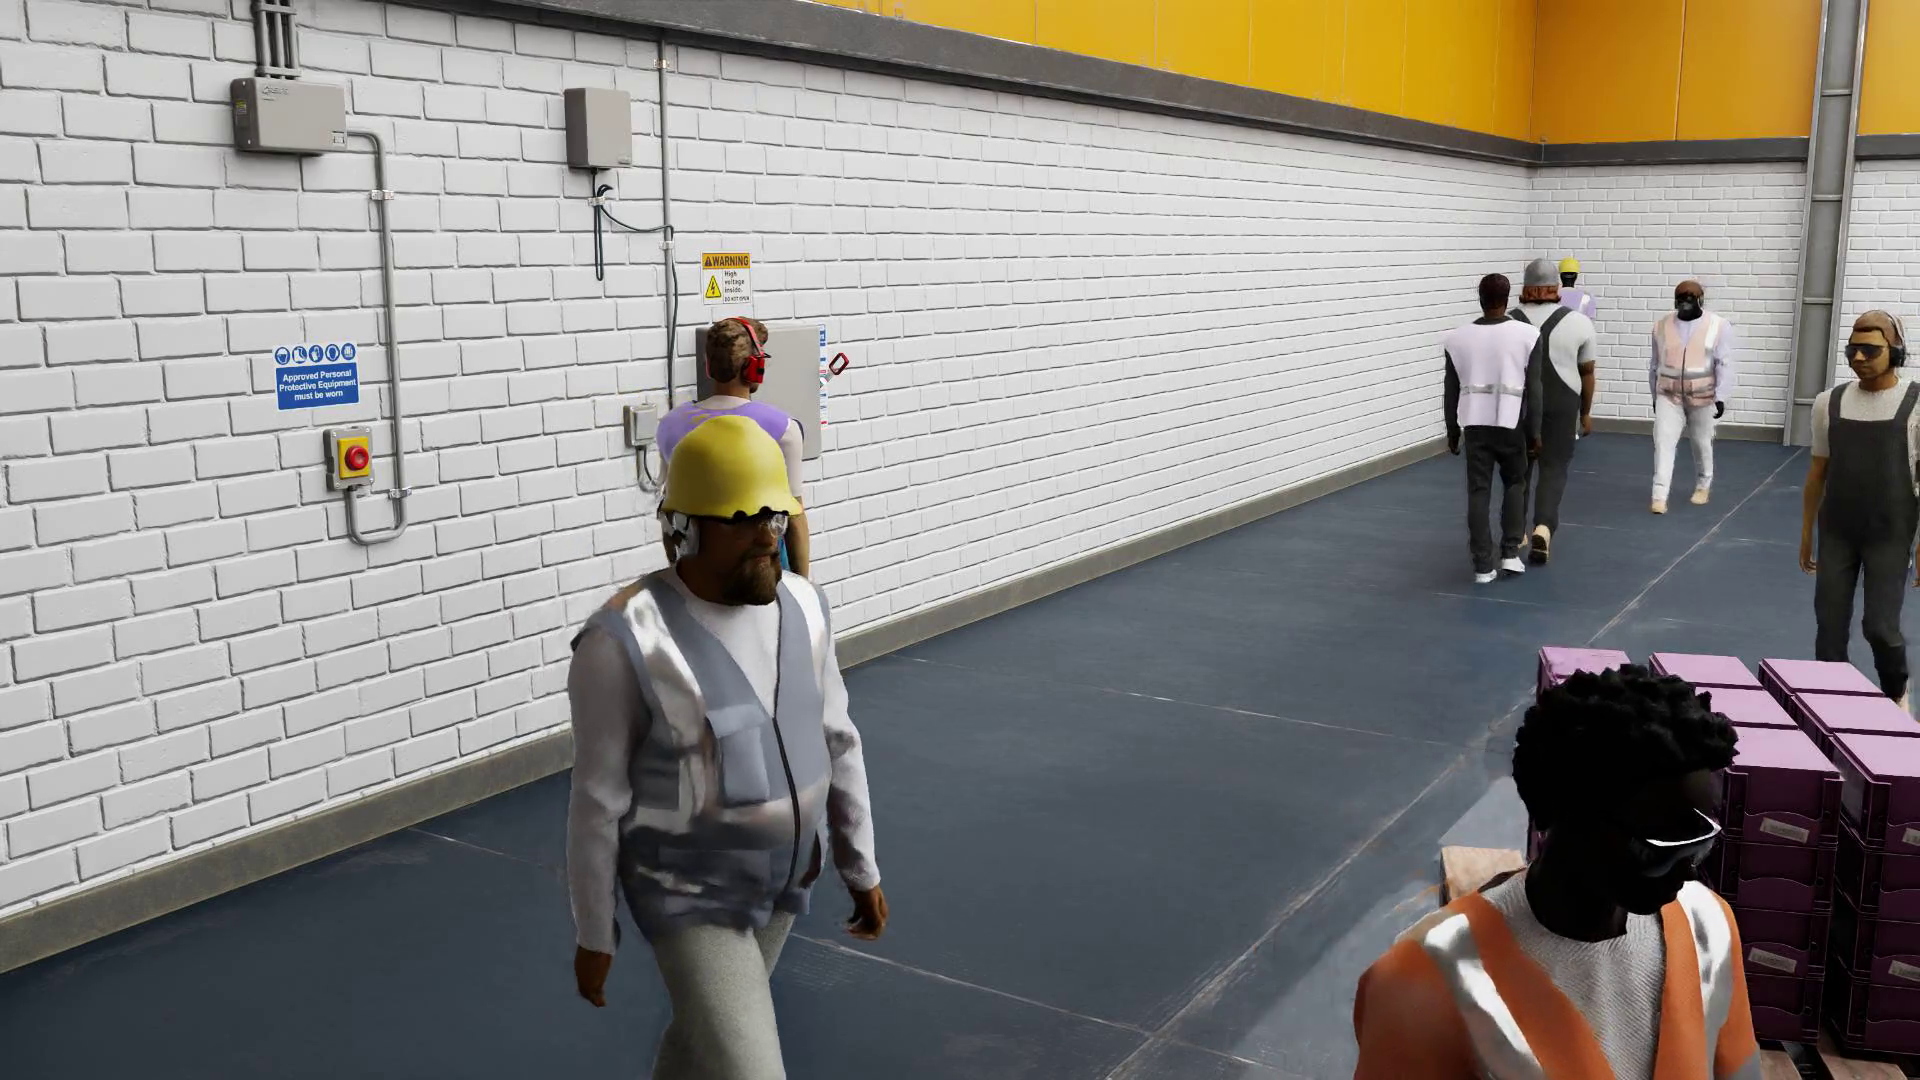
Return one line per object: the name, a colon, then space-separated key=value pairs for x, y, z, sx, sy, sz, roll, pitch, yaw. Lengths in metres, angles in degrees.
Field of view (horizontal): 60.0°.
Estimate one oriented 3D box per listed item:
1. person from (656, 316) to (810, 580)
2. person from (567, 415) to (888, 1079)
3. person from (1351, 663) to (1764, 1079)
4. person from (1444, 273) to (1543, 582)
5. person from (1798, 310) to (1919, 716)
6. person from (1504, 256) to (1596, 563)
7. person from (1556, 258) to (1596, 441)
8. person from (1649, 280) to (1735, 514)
person: x=-0.768 y=0.165 z=5.696 sx=0.565 sy=1.846 sz=0.390 roll=4 pitch=11 yaw=23
person: x=-0.413 y=0.649 z=3.189 sx=0.922 sy=1.782 sz=0.616 roll=8 pitch=13 yaw=39
person: x=0.698 y=0.928 z=2.055 sx=0.538 sy=1.641 sz=0.908 roll=-6 pitch=12 yaw=-30
person: x=3.311 y=-0.696 z=10.327 sx=0.618 sy=1.888 sz=0.653 roll=5 pitch=11 yaw=25
person: x=3.699 y=-0.019 z=6.763 sx=0.537 sy=1.826 sz=0.529 roll=-9 pitch=13 yaw=-40
person: x=3.818 y=-0.890 z=10.997 sx=0.686 sy=2.000 sz=0.931 roll=5 pitch=11 yaw=26
person: x=6.366 y=-2.003 z=17.528 sx=0.580 sy=1.918 sz=0.405 roll=3 pitch=11 yaw=18
person: x=5.704 y=-1.130 z=13.008 sx=0.619 sy=1.808 sz=0.925 roll=7 pitch=12 yaw=33
